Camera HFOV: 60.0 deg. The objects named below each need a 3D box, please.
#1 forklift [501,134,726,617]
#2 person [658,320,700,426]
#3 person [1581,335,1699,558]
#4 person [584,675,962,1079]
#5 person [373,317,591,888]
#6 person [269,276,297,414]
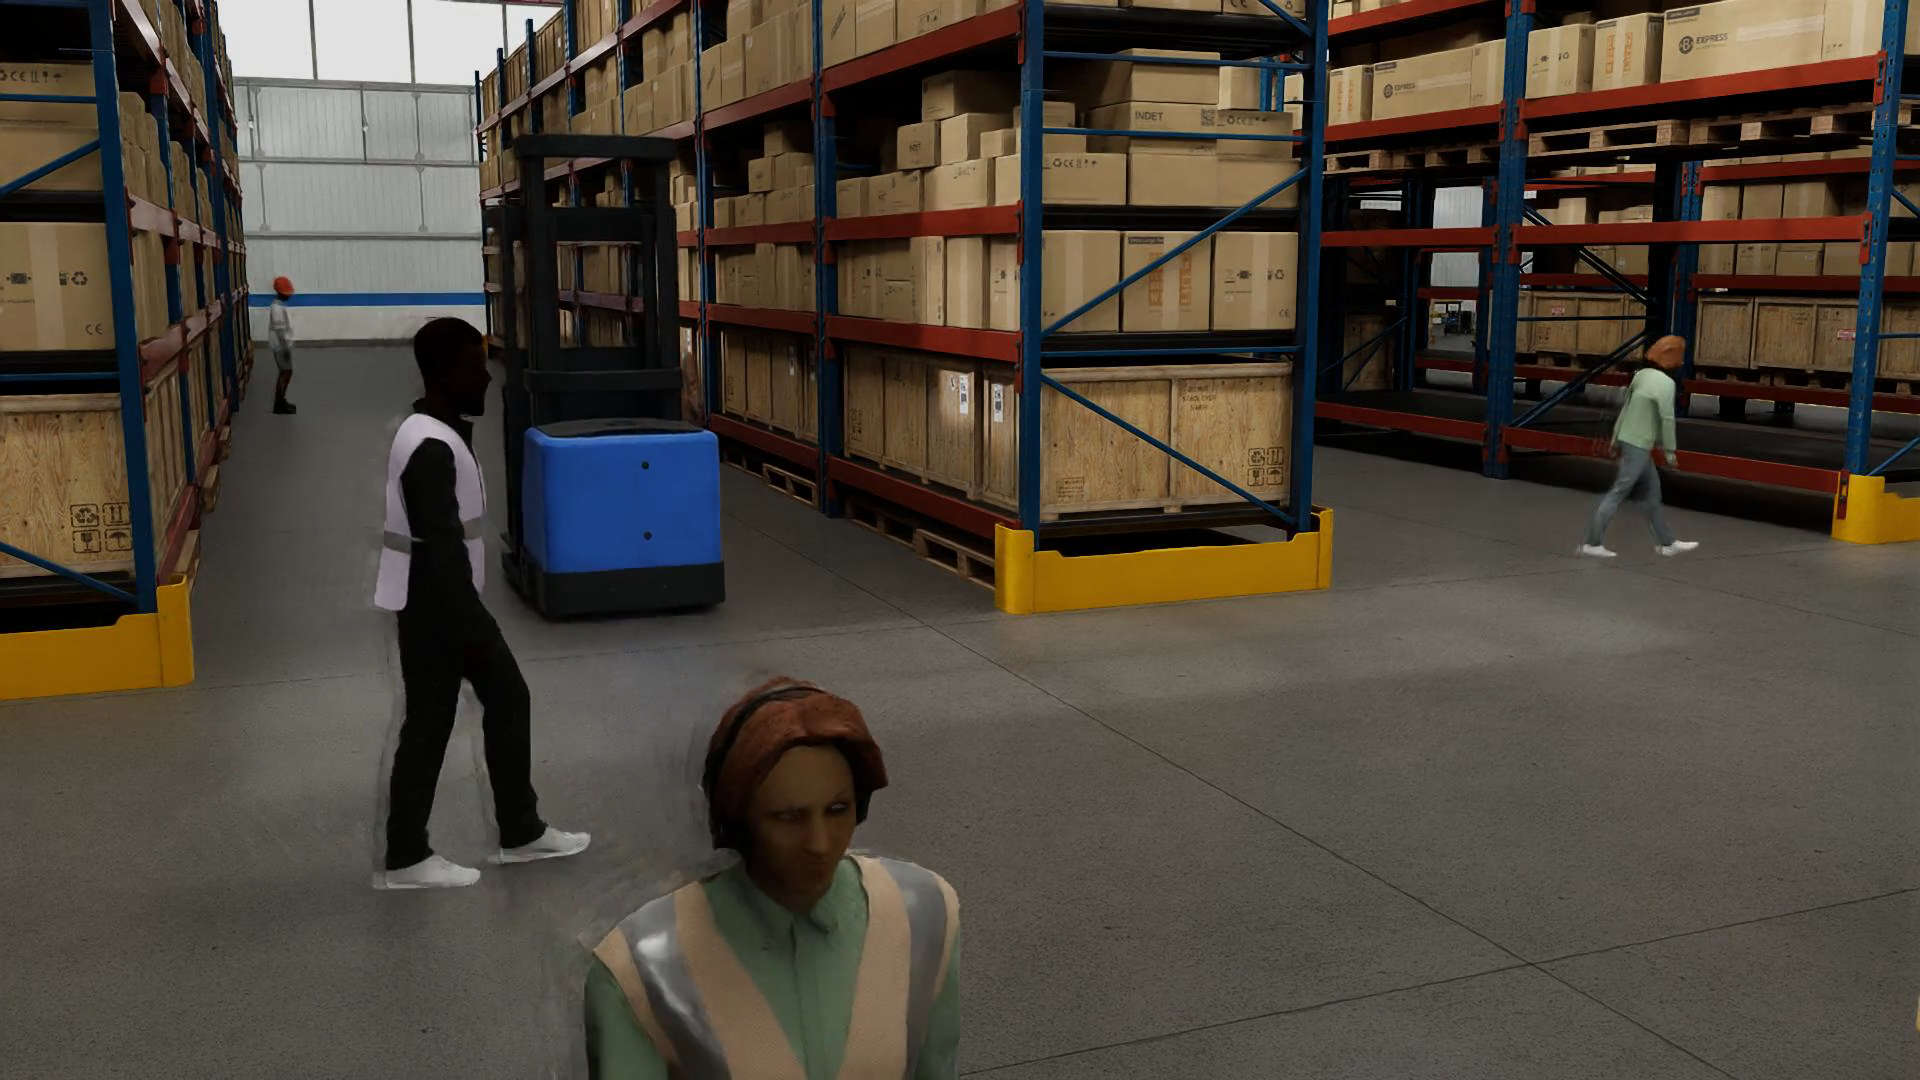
[{"bbox_3d":[-2.195,-1.065,10.241,1.129,2.768,1.873,-4,10,-22],"label":"forklift"},{"bbox_3d":[-2.508,-1.080,14.147,0.511,1.604,0.823,-4,10,-21],"label":"person"},{"bbox_3d":[4.781,-0.638,11.575,0.854,1.562,0.510,0,9,2],"label":"person"},{"bbox_3d":[-0.229,0.938,2.102,0.522,1.590,0.873,-4,10,-25],"label":"person"},{"bbox_3d":[-1.570,0.221,5.498,0.806,1.888,0.611,-2,10,-11],"label":"person"},{"bbox_3d":[-9.231,-2.652,22.732,0.420,1.883,0.656,-2,10,-13],"label":"person"}]
